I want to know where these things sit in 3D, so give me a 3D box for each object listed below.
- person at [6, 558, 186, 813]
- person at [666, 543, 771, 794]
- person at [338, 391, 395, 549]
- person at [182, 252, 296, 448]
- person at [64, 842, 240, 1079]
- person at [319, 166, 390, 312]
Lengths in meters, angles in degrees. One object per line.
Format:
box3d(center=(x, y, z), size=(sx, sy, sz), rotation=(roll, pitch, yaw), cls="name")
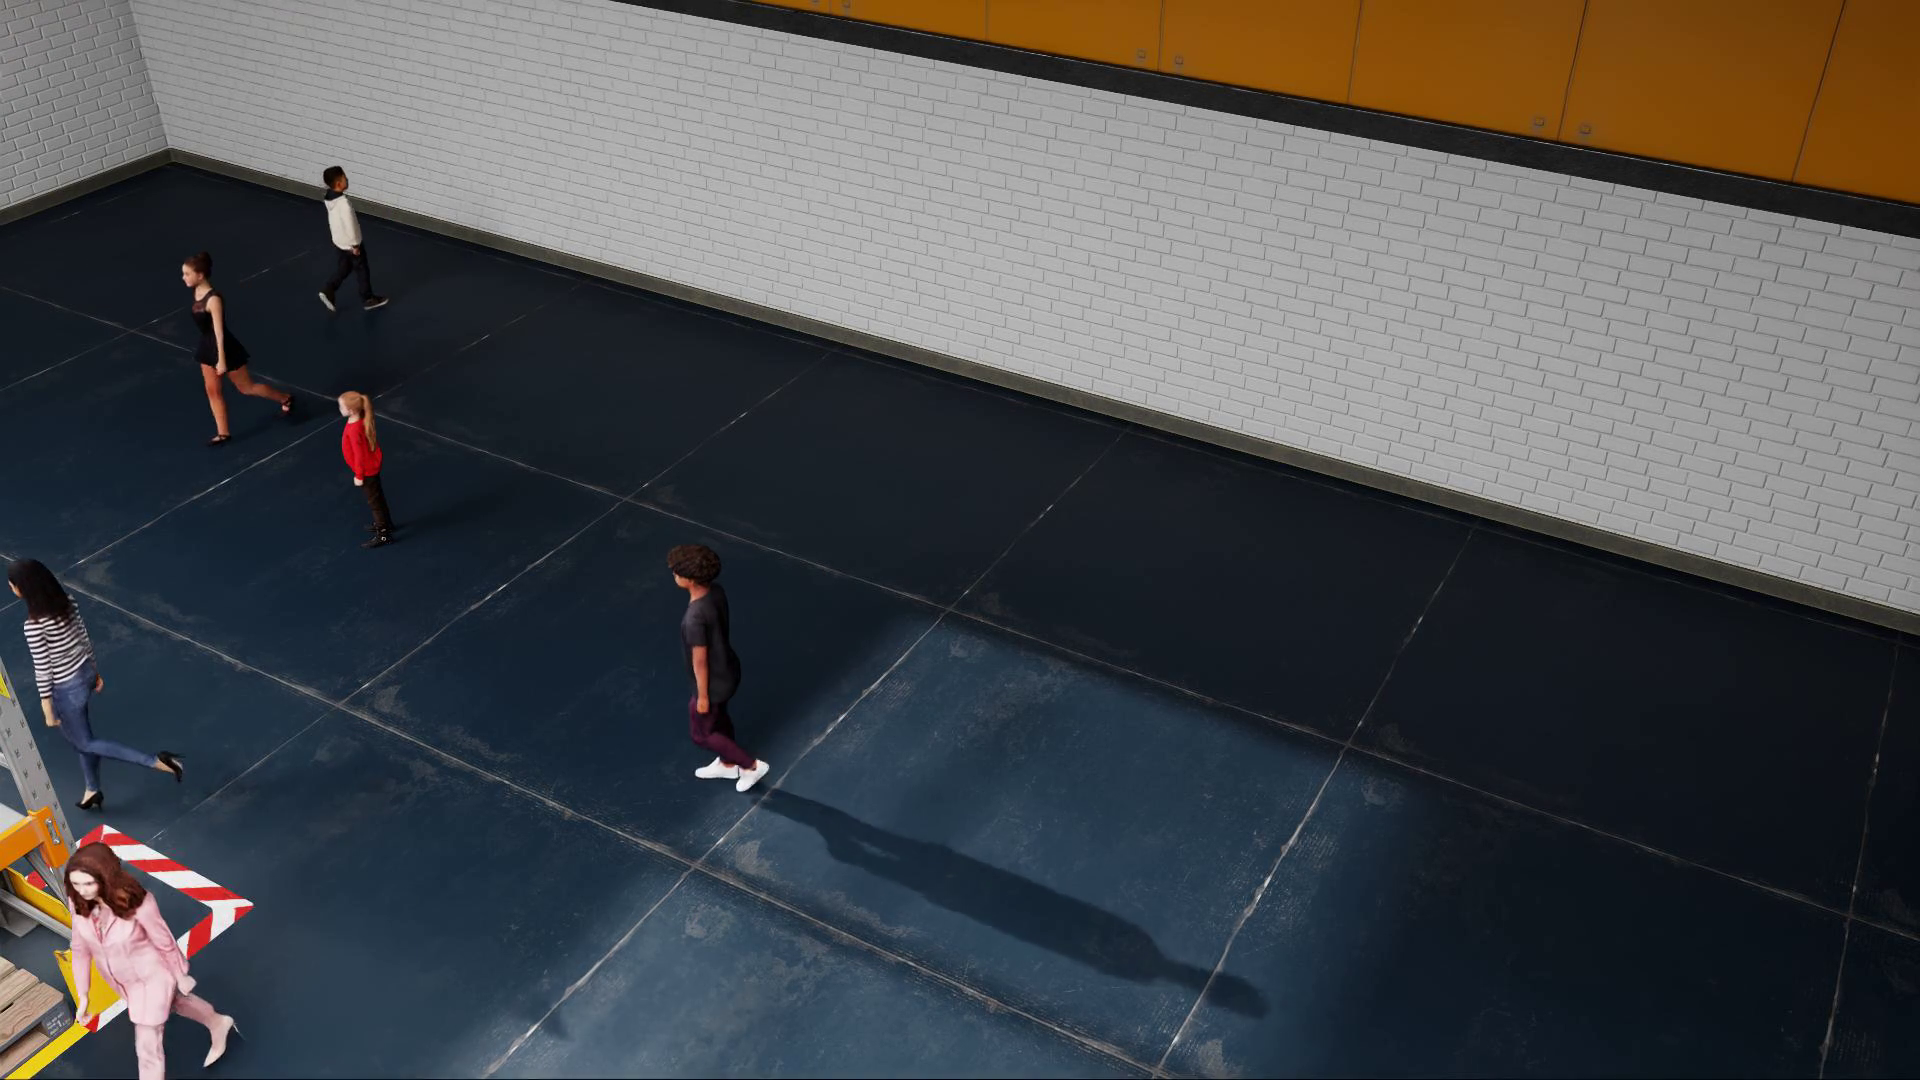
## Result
box3d(center=(-5.154, 0.913, 9.850), size=(0.997, 1.759, 1.041), rotation=(-1, 34, -2), cls="person")
box3d(center=(-1.424, 0.802, 10.006), size=(0.882, 1.772, 0.837), rotation=(4, 34, 6), cls="person")
box3d(center=(-4.459, -0.552, 12.485), size=(0.645, 1.282, 0.578), rotation=(-5, 34, -7), cls="person")
box3d(center=(-5.992, -1.578, 13.693), size=(0.759, 1.653, 1.093), rotation=(28, 43, 36), cls="person")
box3d(center=(-3.935, 2.076, 8.113), size=(0.814, 1.745, 1.207), rotation=(9, 35, 13), cls="person")
box3d(center=(-5.871, -2.827, 15.764), size=(0.911, 1.439, 0.724), rotation=(-28, 42, -35), cls="person")
